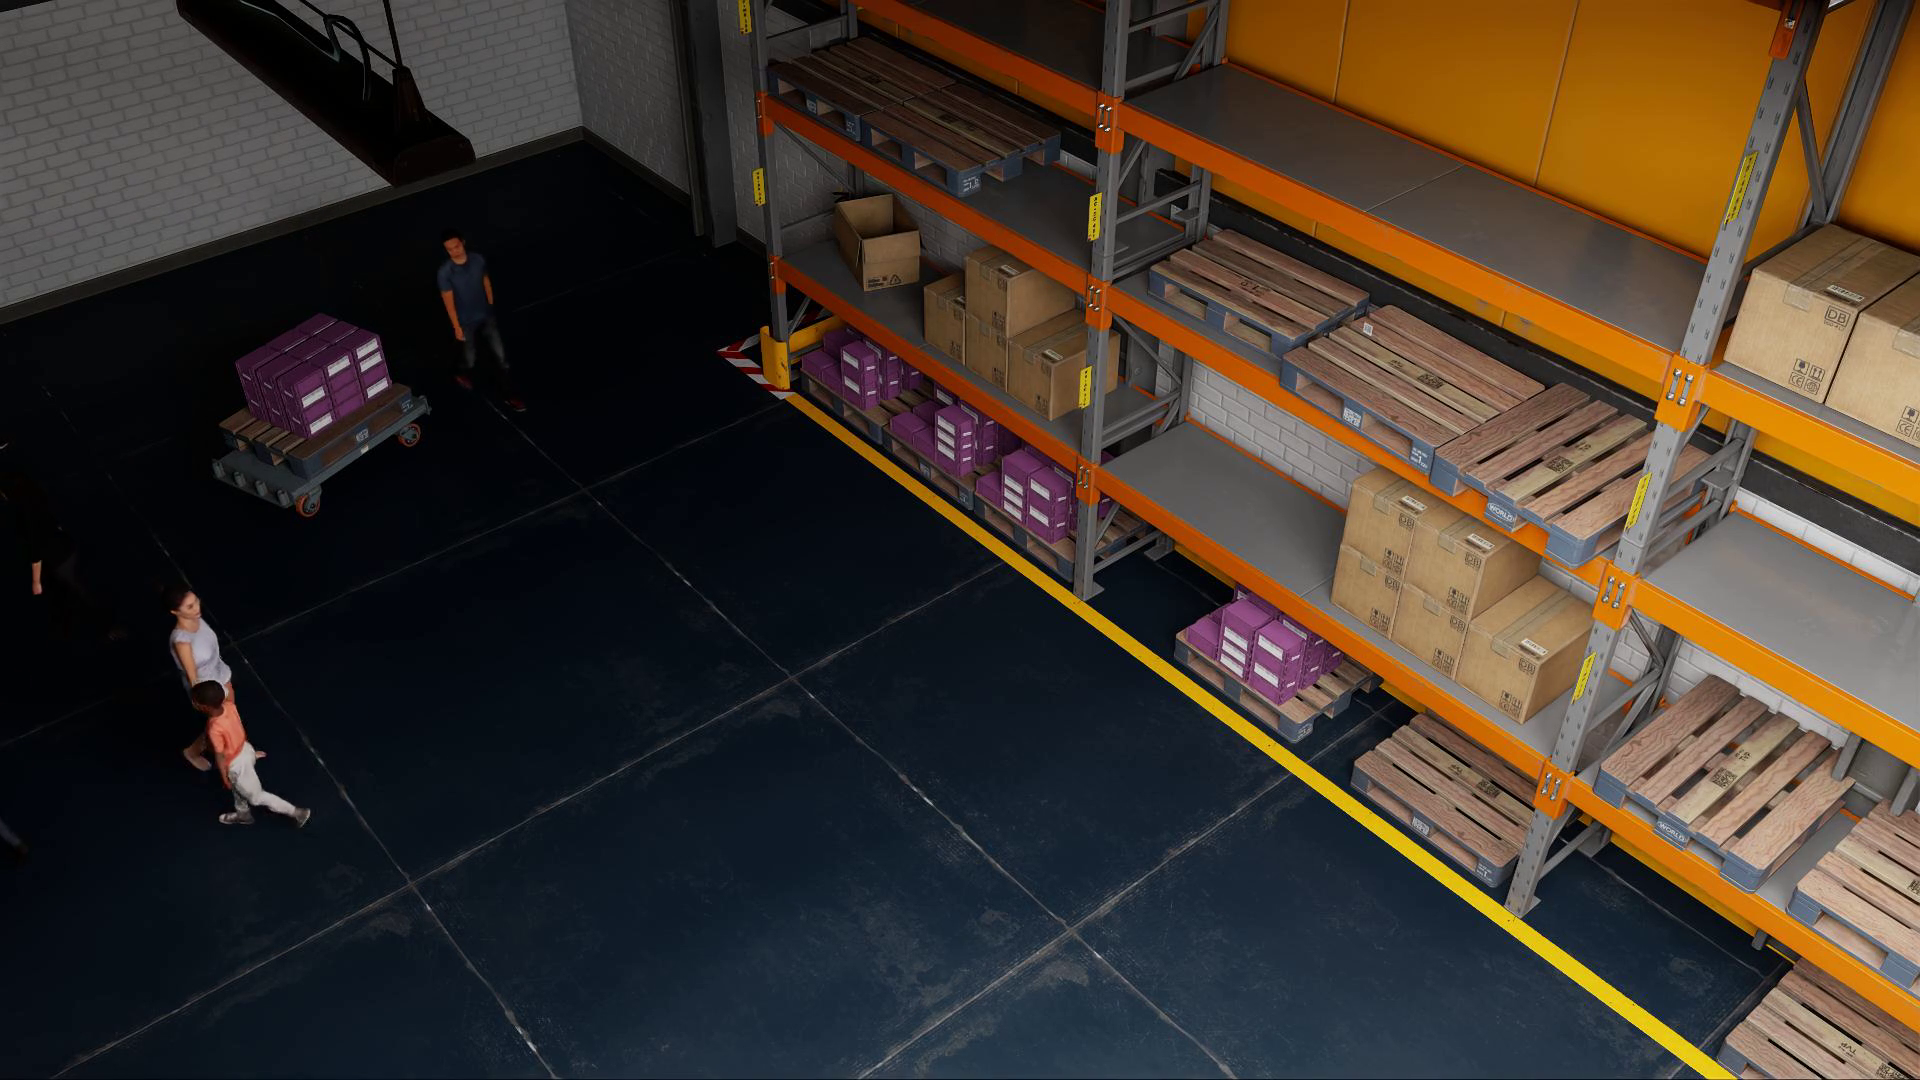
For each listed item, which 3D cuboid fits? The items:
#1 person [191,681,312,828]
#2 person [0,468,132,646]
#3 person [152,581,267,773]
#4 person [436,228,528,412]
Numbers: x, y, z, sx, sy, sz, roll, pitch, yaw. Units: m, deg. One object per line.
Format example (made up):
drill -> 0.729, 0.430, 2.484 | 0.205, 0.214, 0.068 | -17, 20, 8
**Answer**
person -> -4.572, 1.416, 10.667 | 0.896, 1.289, 0.870 | 0, 39, 0
person -> -6.423, 0.122, 12.016 | 0.878, 1.628, 0.920 | -12, 40, -14
person -> -5.075, 0.928, 11.021 | 0.796, 1.610, 0.766 | -8, 39, -10
person -> -4.306, -1.934, 14.476 | 1.065, 1.770, 0.682 | 31, 48, 33
